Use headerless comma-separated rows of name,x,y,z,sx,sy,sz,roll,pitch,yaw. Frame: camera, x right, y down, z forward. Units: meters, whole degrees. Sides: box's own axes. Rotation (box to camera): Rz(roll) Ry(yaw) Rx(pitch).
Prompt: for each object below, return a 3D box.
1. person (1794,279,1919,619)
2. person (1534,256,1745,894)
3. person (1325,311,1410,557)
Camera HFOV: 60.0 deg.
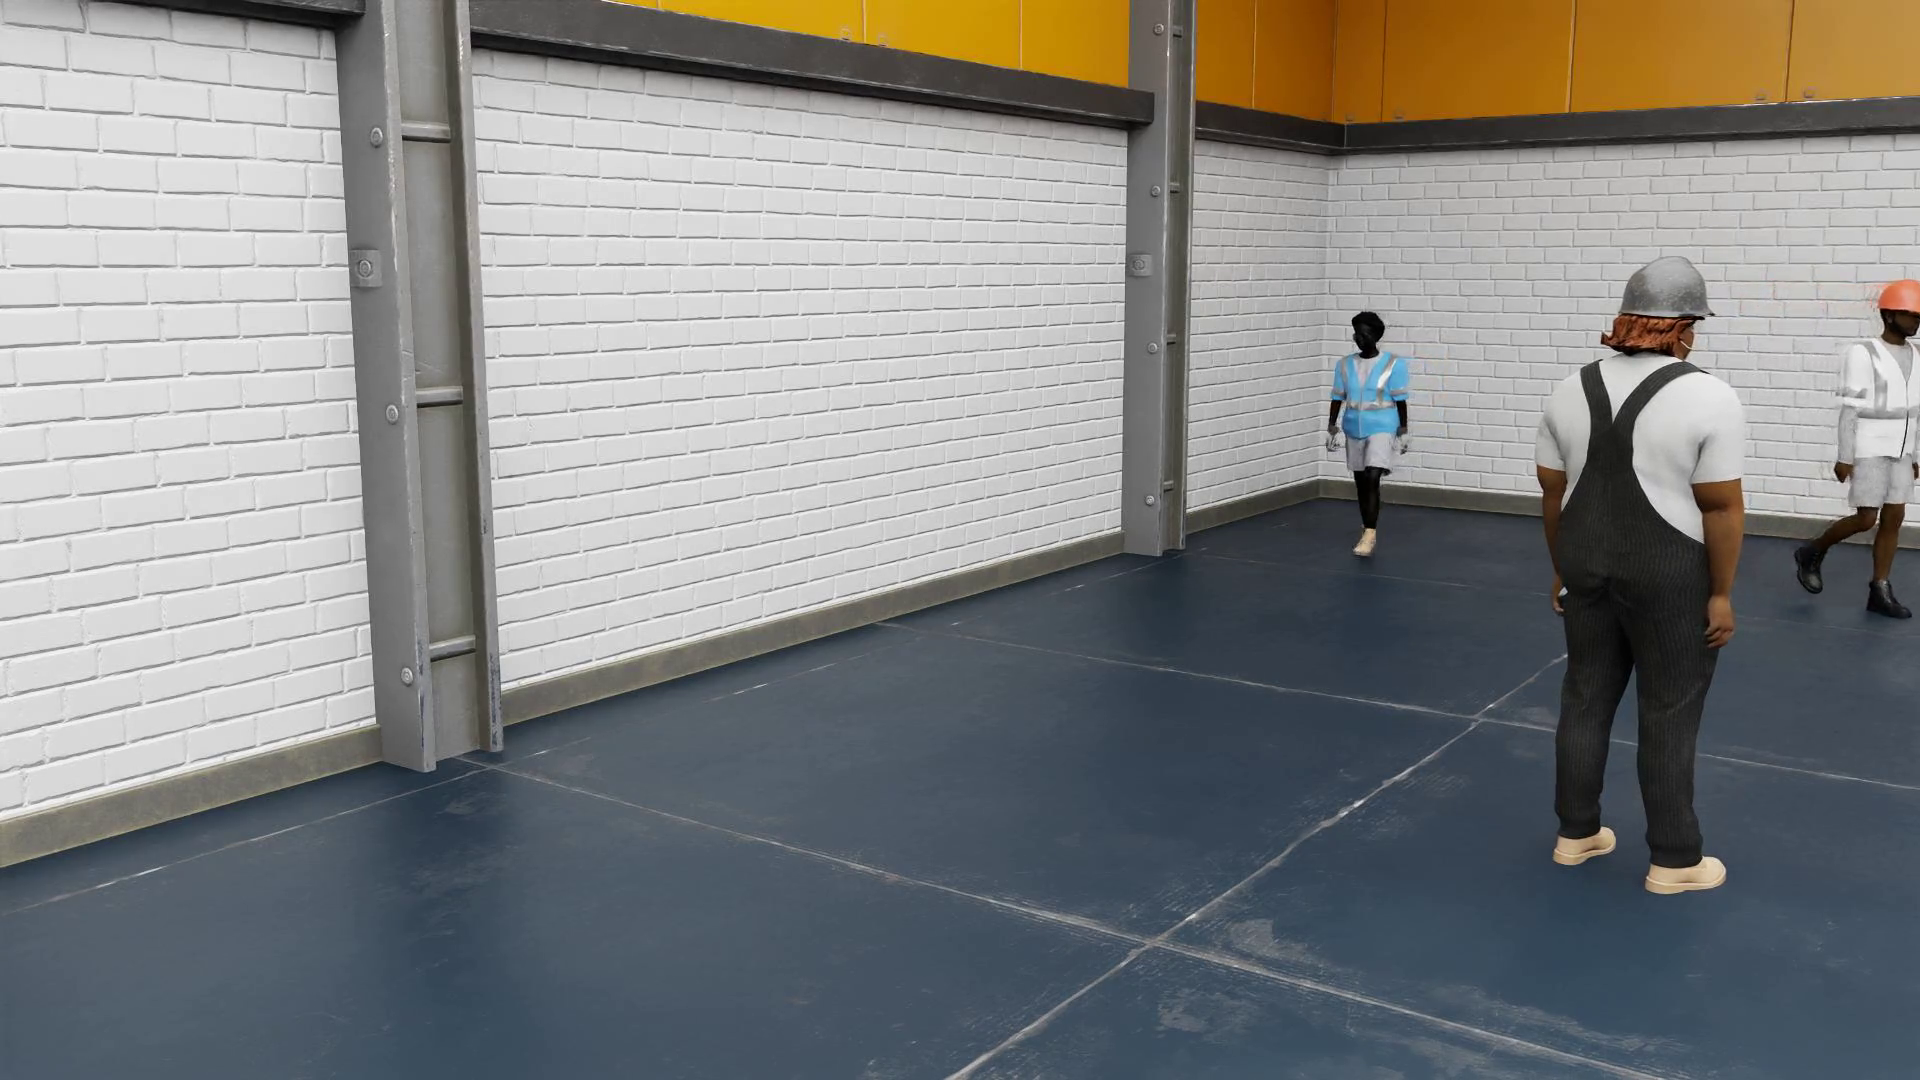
person,5.238,-0.534,9.570,0.549,1.924,0.631,-3,10,-19
person,2.248,0.103,5.427,0.536,2.000,0.680,-6,11,-34
person,2.748,-0.719,11.382,0.562,1.667,0.697,8,12,40
